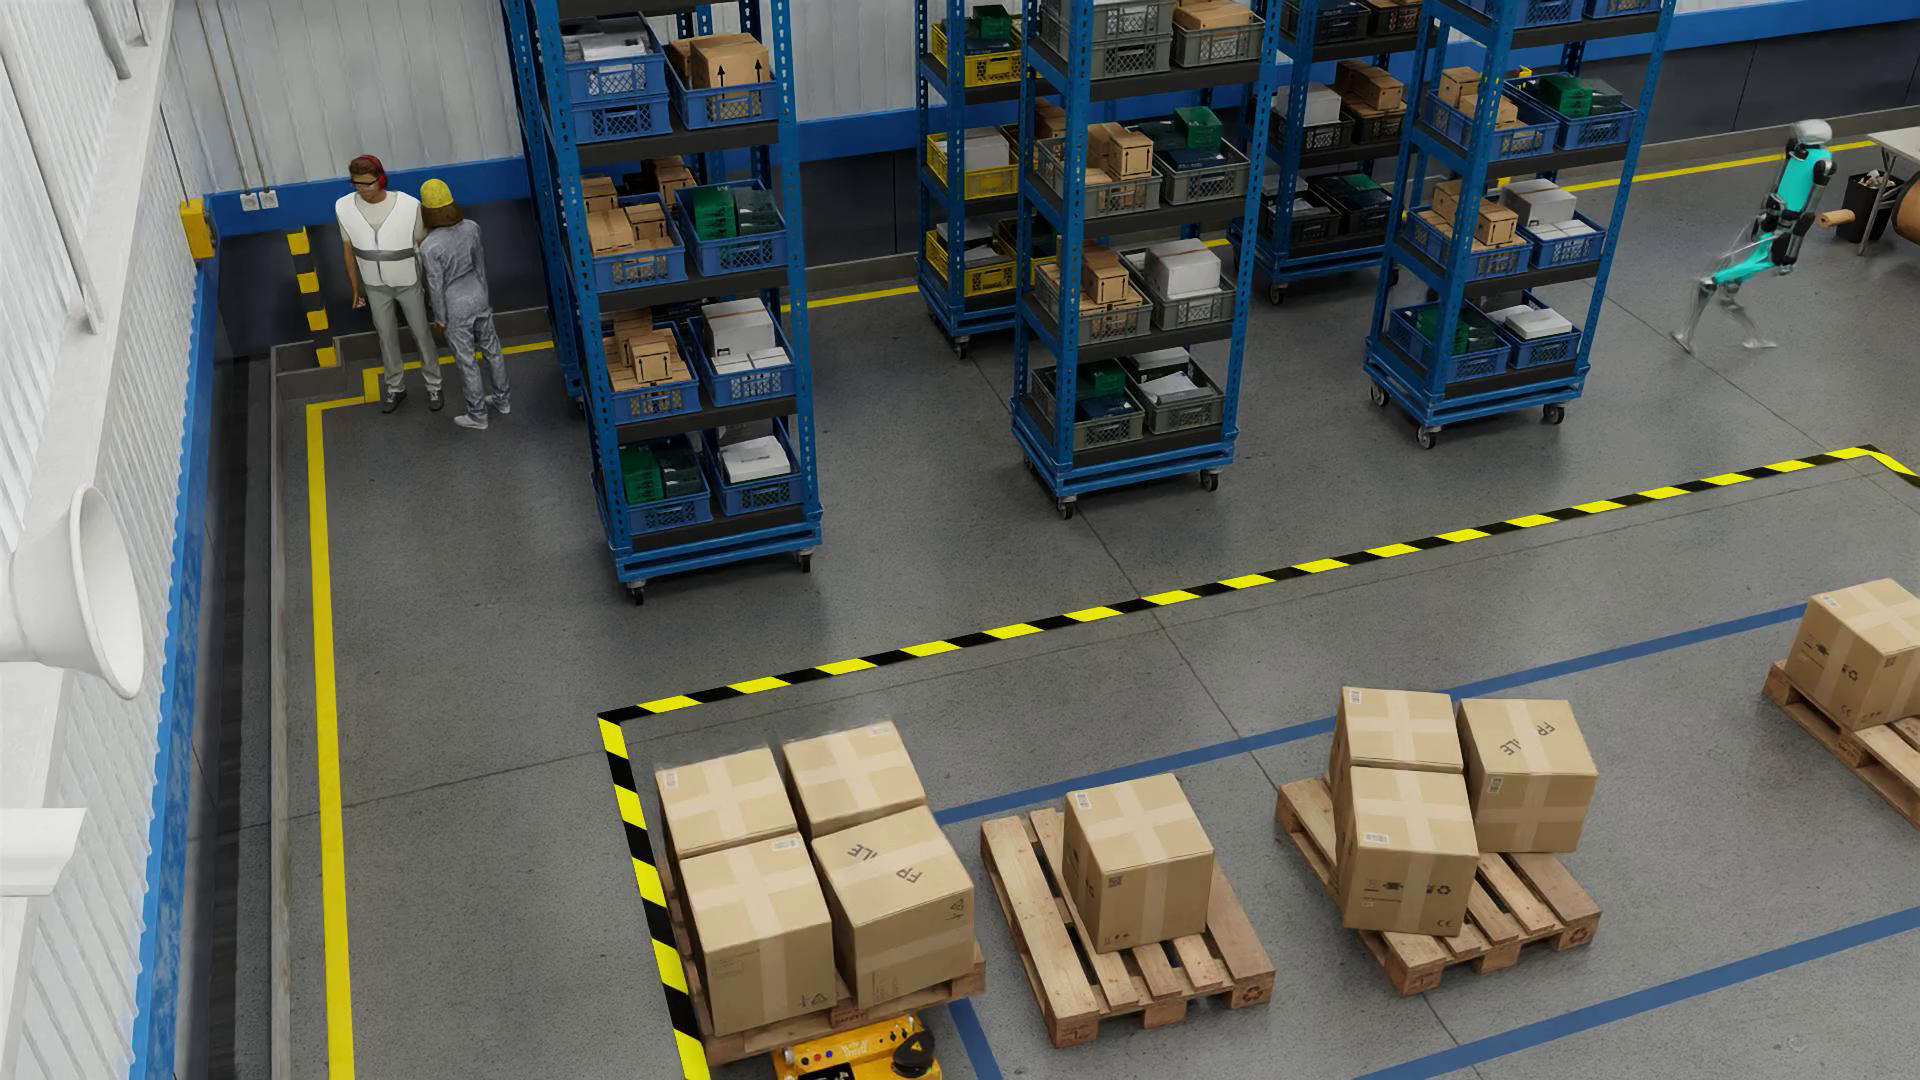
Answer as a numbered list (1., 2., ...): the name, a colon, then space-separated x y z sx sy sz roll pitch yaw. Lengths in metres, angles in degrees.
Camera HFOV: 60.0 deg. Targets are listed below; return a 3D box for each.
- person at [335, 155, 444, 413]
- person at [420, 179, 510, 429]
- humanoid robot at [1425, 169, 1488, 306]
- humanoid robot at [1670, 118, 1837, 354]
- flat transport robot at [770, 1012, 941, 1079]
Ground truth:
1. person: -3.784 -1.716 11.122 0.567 1.840 0.374 -2 35 -3
2. person: -3.301 -1.551 10.977 0.310 1.739 0.485 20 40 26
3. humanoid robot: 3.489 -2.091 11.798 0.371 1.650 0.597 -4 35 -6
4. humanoid robot: 5.531 -2.103 11.797 1.003 1.776 0.530 -1 35 -2
5. flat transport robot: -0.613 1.869 7.382 0.652 0.197 1.431 -11 37 -15
